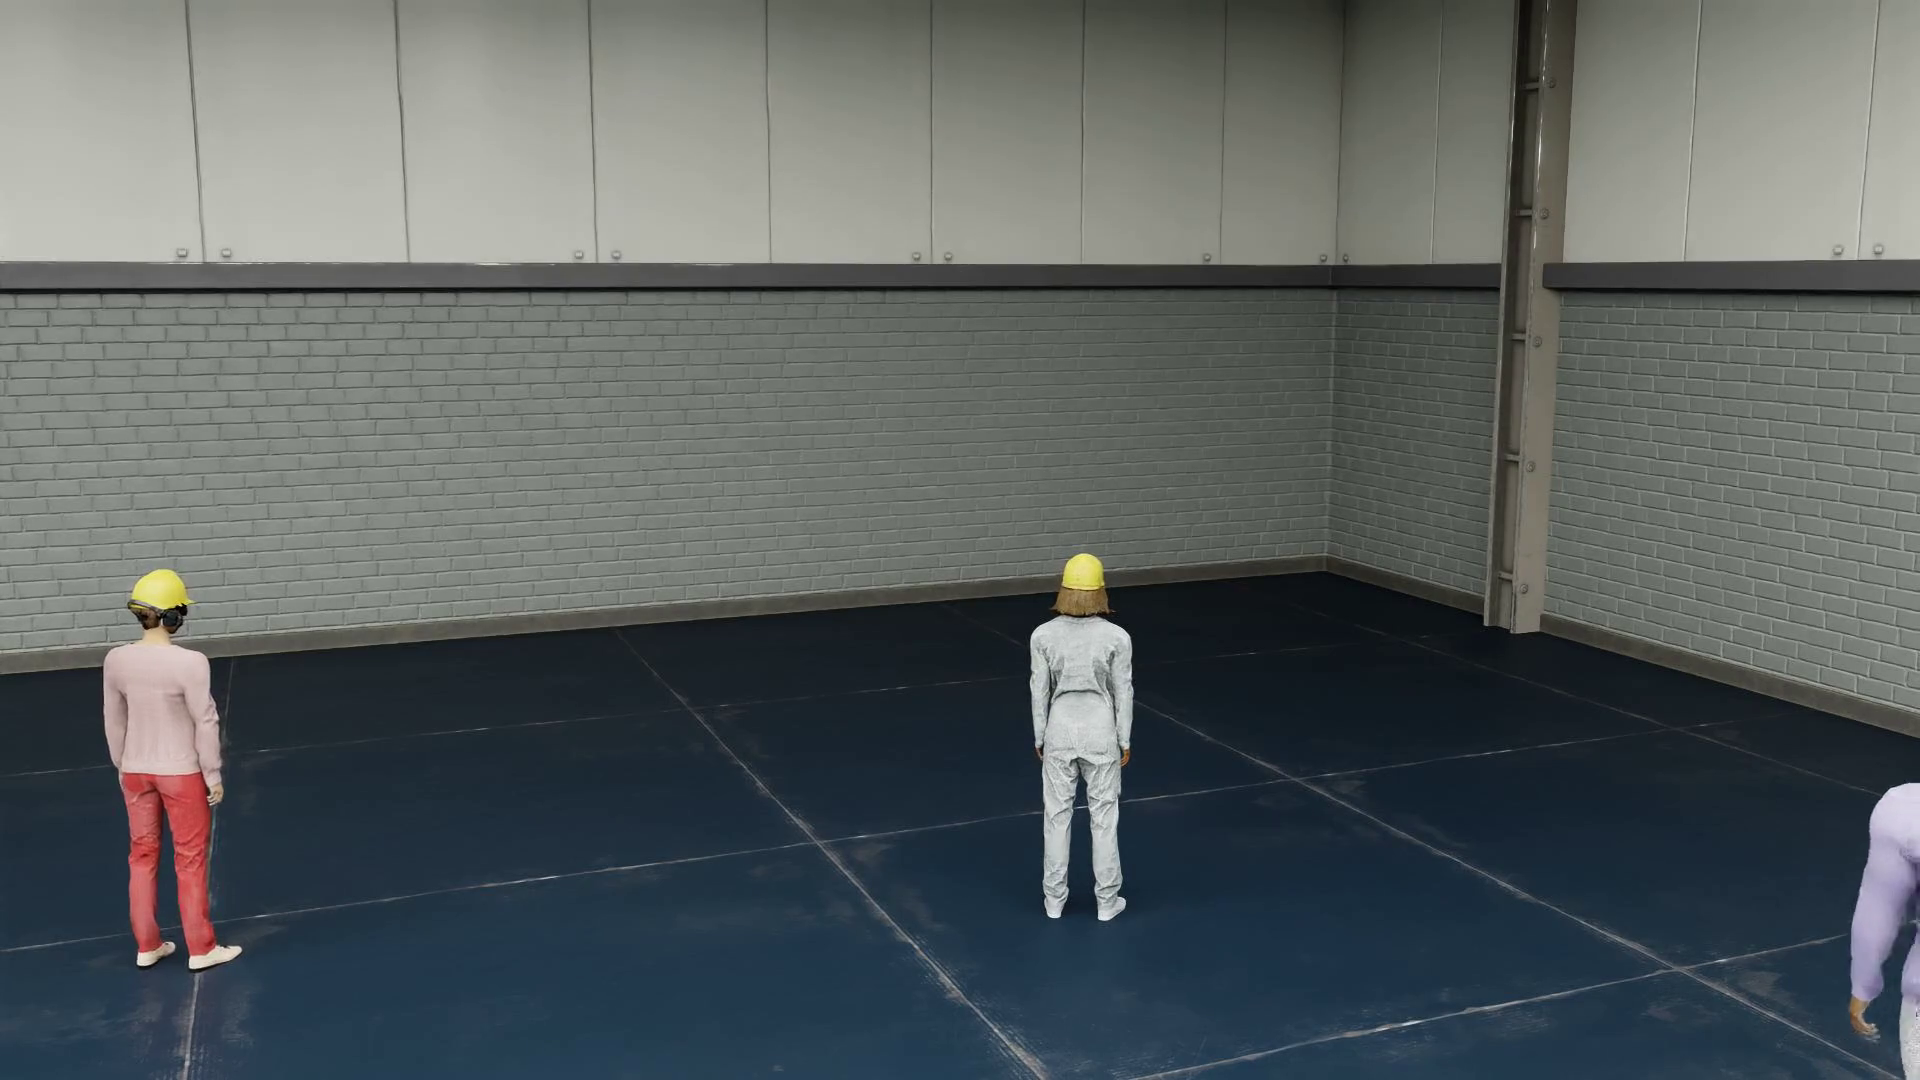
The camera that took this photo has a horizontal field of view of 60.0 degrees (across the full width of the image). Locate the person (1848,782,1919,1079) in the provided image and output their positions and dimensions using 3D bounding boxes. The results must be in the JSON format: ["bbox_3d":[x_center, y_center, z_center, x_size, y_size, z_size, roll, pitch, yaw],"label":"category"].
[{"bbox_3d":[2.915,1.320,4.794,0.655,1.920,0.564,3,9,17],"label":"person"}]

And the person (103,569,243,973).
[{"bbox_3d":[-3.452,1.006,7.261,0.527,1.768,0.331,2,9,12],"label":"person"}]

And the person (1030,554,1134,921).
[{"bbox_3d":[0.574,0.927,7.830,0.486,1.744,0.294,2,9,11],"label":"person"}]
